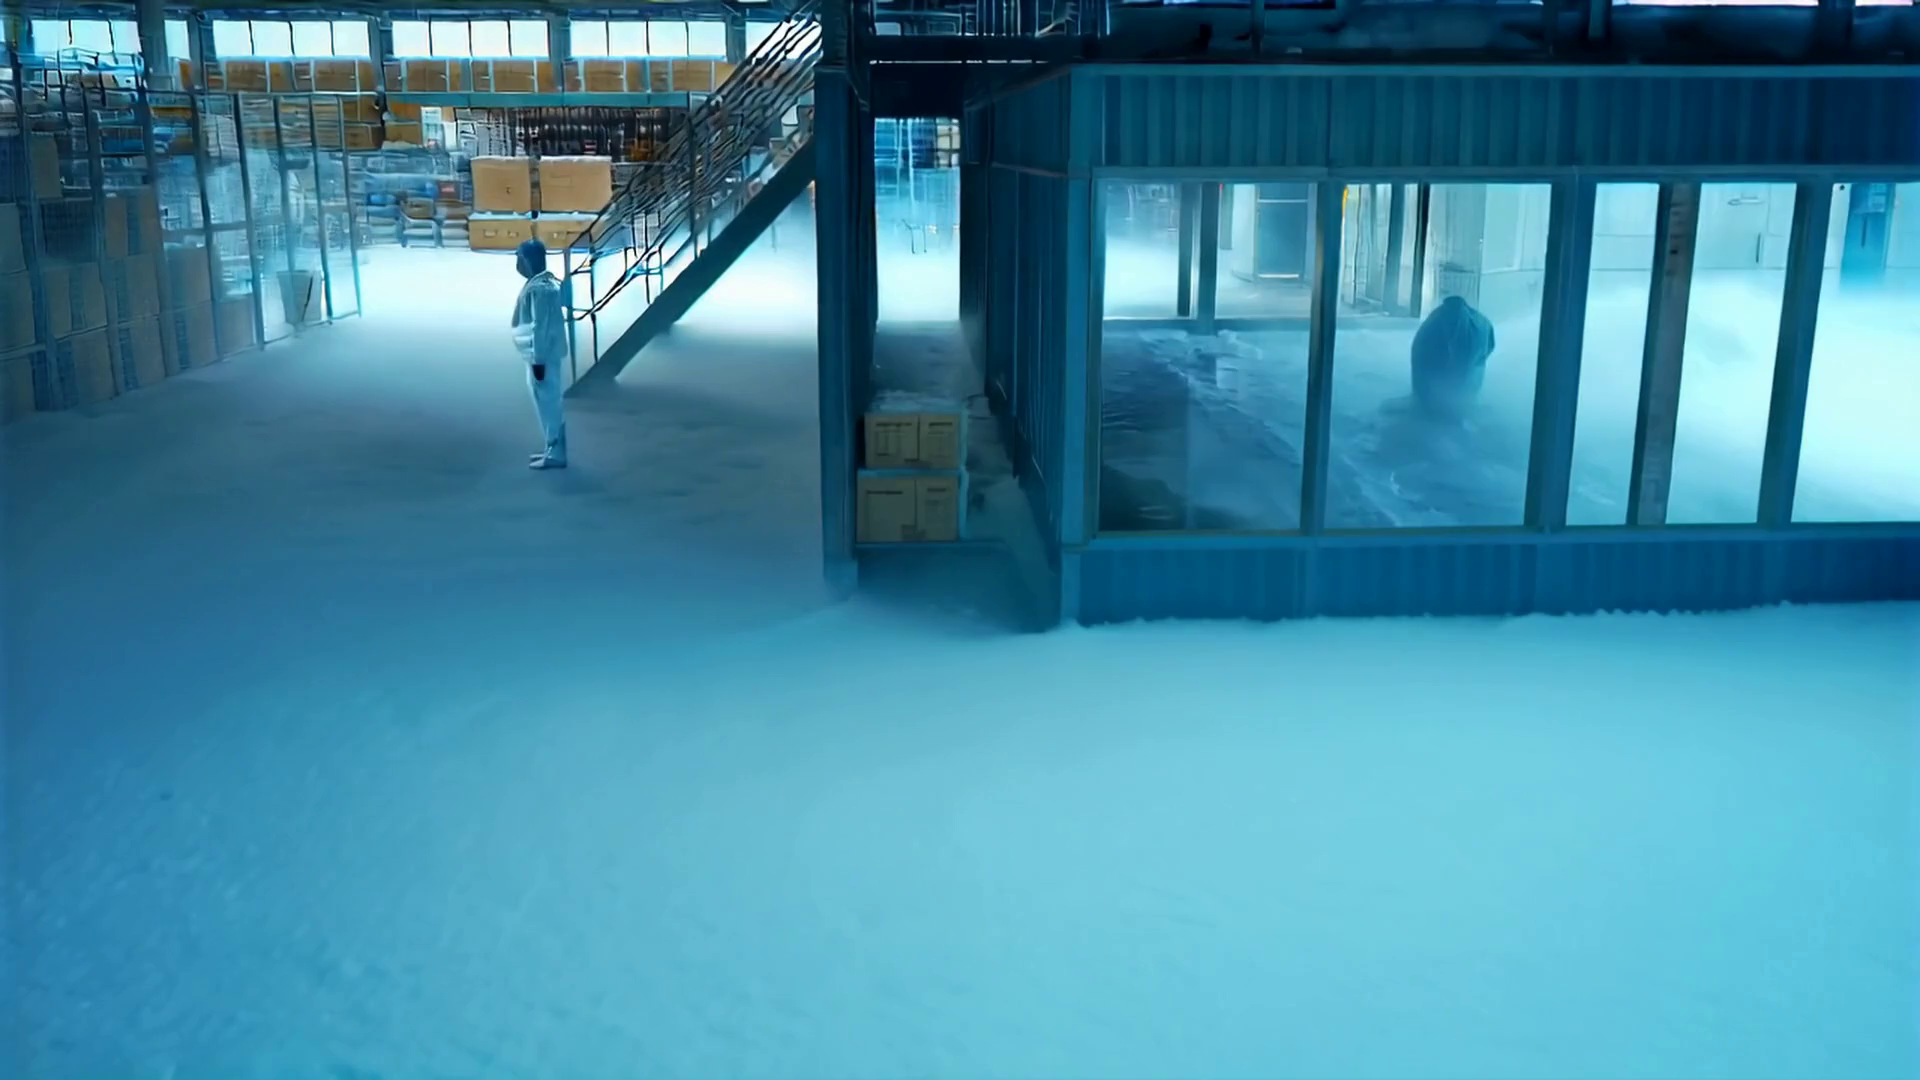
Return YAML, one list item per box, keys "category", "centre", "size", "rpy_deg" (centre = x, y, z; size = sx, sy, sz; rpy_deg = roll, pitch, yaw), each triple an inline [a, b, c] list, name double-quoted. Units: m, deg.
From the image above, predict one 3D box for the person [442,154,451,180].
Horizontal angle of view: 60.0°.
- category: "person"
  centre: [-17.137, -12.011, 55.599]
  size: [0.311, 1.768, 0.533]
  rpy_deg: [-2, 14, -10]

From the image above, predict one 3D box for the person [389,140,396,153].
- category: "person"
  centre: [-27.980, -18.763, 82.168]
  size: [0.634, 1.981, 0.430]
  rpy_deg: [12, 18, 40]

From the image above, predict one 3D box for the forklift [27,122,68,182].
- category: "forklift"
  centre: [-35.376, -14.773, 64.377]
  size: [1.129, 2.768, 1.873]
  rpy_deg: [-1, 14, -2]

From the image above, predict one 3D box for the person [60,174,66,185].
- category: "person"
  centre: [-23.747, -9.045, 43.703]
  size: [0.617, 1.781, 0.925]
  rpy_deg: [-1, 14, -4]

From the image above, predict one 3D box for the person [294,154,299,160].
- category: "person"
  centre: [-23.917, -13.070, 60.021]
  size: [0.568, 1.671, 0.532]
  rpy_deg: [-4, 14, -14]

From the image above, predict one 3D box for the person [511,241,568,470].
- category: "person"
  centre: [-3.379, -1.480, 13.388]
  size: [0.430, 1.835, 0.621]
  rpy_deg: [-4, 15, -14]

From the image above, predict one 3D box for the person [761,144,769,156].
- category: "person"
  centre: [-8.732, -16.775, 74.412]
  size: [0.820, 1.882, 0.650]
  rpy_deg: [3, 14, 11]

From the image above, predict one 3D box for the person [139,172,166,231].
- category: "person"
  centre: [-15.304, -6.009, 31.426]
  size: [0.386, 1.855, 0.562]
  rpy_deg: [8, 16, 30]
